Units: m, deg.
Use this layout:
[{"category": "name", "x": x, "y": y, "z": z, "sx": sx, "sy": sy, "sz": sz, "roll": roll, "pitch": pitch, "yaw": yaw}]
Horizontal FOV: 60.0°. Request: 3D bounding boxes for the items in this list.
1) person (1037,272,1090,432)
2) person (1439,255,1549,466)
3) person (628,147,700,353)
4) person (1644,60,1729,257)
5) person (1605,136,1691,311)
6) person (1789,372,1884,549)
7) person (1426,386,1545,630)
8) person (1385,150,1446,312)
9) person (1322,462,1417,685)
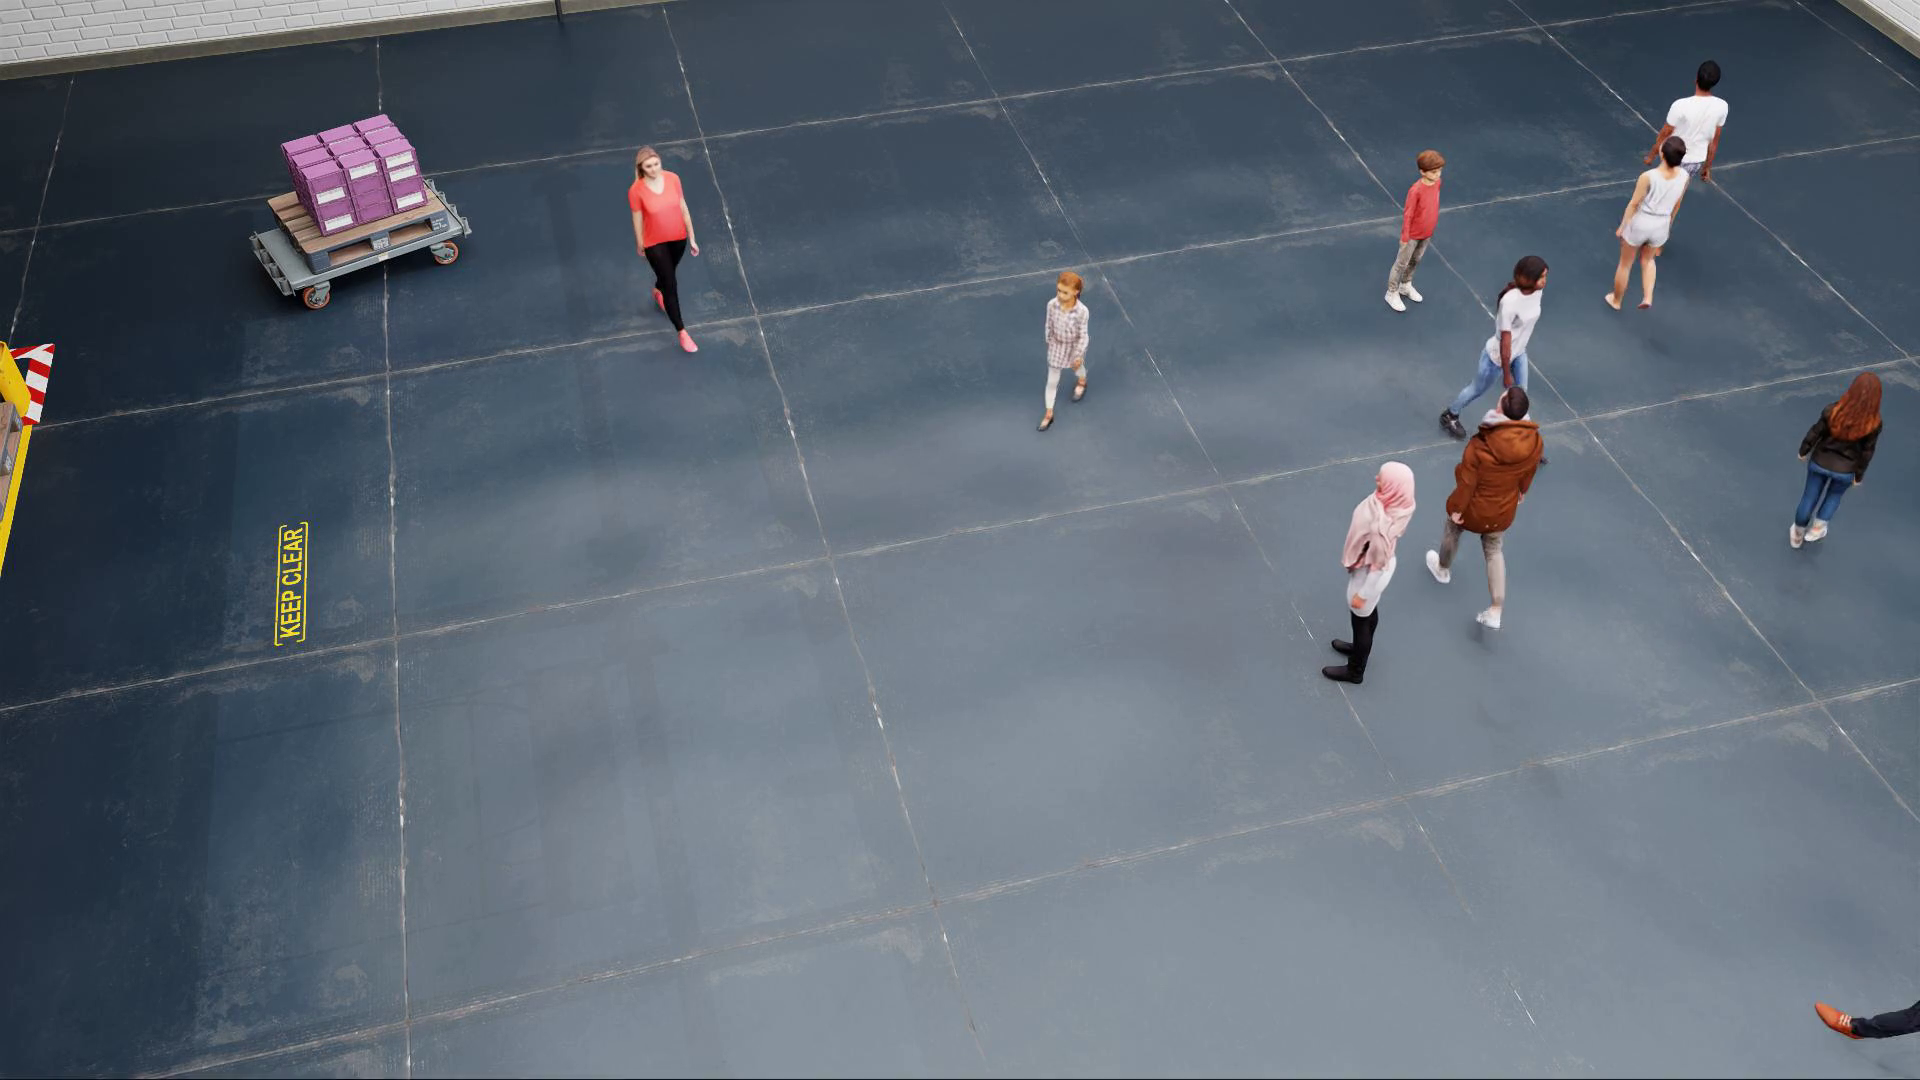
[{"category": "person", "x": 0.850, "y": -1.494, "z": 12.595, "sx": 0.890, "sy": 1.282, "sz": 0.985, "roll": 18, "pitch": 46, "yaw": 18}, {"category": "person", "x": 3.901, "y": -1.353, "z": 12.162, "sx": 0.882, "sy": 1.675, "sz": 1.198, "roll": -27, "pitch": 50, "yaw": -26}, {"category": "person", "x": -2.395, "y": -2.410, "z": 13.290, "sx": 0.892, "sy": 1.650, "sz": 1.203, "roll": -28, "pitch": 50, "yaw": -26}, {"category": "person", "x": 6.112, "y": -3.147, "z": 14.019, "sx": 0.652, "sy": 1.710, "sz": 0.664, "roll": -6, "pitch": 44, "yaw": -6}, {"category": "person", "x": 5.573, "y": -2.483, "z": 13.406, "sx": 0.617, "sy": 1.595, "sz": 0.702, "roll": -5, "pitch": 44, "yaw": -5}, {"category": "person", "x": 5.989, "y": -0.496, "z": 11.406, "sx": 0.699, "sy": 1.477, "sz": 0.759, "roll": 22, "pitch": 48, "yaw": 22}, {"category": "person", "x": 3.464, "y": -0.189, "z": 10.845, "sx": 0.782, "sy": 1.807, "sz": 1.154, "roll": -6, "pitch": 44, "yaw": -6}, {"category": "person", "x": 3.741, "y": -2.555, "z": 13.611, "sx": 0.581, "sy": 1.416, "sz": 0.574, "roll": -28, "pitch": 50, "yaw": -26}, {"category": "person", "x": 2.586, "y": 0.208, "z": 10.430, "sx": 0.786, "sy": 1.803, "sz": 0.715, "roll": 19, "pitch": 47, "yaw": 19}]
